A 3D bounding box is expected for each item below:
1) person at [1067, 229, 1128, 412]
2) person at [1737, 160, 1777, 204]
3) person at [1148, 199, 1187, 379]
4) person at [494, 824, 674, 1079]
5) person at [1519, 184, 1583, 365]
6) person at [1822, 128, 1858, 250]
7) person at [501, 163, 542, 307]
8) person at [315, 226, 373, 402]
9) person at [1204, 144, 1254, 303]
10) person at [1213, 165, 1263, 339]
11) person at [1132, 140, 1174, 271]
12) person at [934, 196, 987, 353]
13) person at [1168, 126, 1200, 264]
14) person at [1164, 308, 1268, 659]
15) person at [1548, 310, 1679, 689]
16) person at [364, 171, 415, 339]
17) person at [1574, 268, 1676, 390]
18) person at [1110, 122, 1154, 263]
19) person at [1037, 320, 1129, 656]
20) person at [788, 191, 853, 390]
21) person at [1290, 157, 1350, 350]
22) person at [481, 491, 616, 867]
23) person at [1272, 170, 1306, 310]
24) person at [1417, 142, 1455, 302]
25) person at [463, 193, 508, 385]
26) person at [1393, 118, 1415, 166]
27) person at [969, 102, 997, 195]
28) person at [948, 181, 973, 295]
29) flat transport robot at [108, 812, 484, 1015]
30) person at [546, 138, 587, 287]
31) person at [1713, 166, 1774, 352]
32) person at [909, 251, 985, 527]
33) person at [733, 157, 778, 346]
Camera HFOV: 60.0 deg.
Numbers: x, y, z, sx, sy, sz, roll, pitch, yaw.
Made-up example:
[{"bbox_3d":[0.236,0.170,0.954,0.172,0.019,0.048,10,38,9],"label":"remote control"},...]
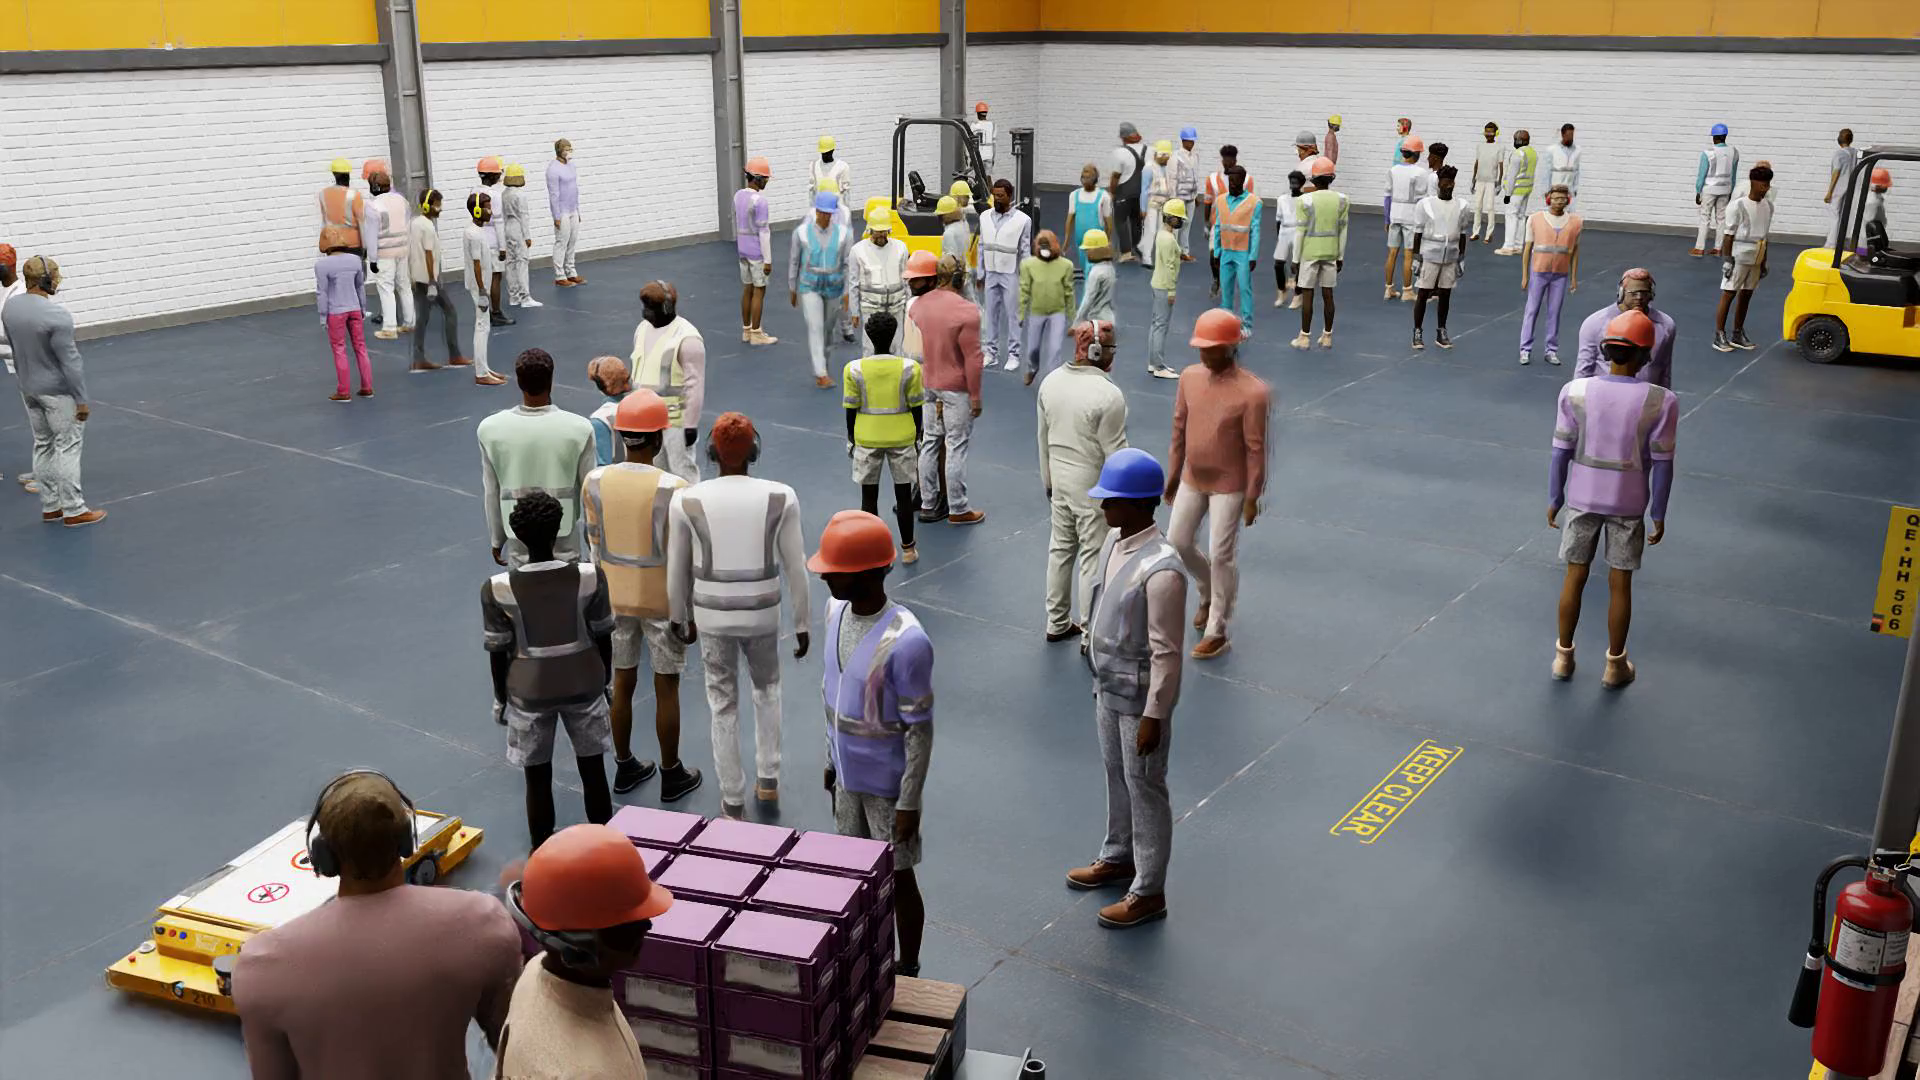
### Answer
[{"bbox_3d":[1.267,-1.864,14.613,0.501,1.719,0.494,6,19,18],"label":"person"},{"bbox_3d":[10.690,-4.307,22.442,0.497,1.601,0.747,10,20,29],"label":"person"},{"bbox_3d":[2.063,-2.493,16.513,0.337,1.759,0.524,0,18,-1],"label":"person"},{"bbox_3d":[-0.879,1.532,3.604,0.913,1.963,0.612,-3,18,-10],"label":"person"},{"bbox_3d":[6.054,-2.723,17.086,0.563,1.847,0.390,1,18,4],"label":"person"},{"bbox_3d":[13.155,-5.213,24.885,0.505,1.842,0.345,-9,20,-26],"label":"person"},{"bbox_3d":[-5.425,-3.749,20.462,0.306,1.745,0.483,-16,24,-41],"label":"person"},{"bbox_3d":[-5.763,-2.112,15.533,0.274,1.627,0.503,12,21,33],"label":"person"},{"bbox_3d":[3.355,-3.934,20.712,0.653,1.951,0.402,3,18,9],"label":"person"},{"bbox_3d":[3.082,-3.201,18.490,0.586,1.910,0.396,16,24,40],"label":"person"},{"bbox_3d":[2.700,-4.689,23.307,0.549,1.803,0.657,12,21,32],"label":"person"},{"bbox_3d":[-0.039,-2.790,17.570,0.926,1.677,0.531,7,19,20],"label":"person"},{"bbox_3d":[3.218,-4.939,23.854,0.614,1.945,0.404,-16,24,-41],"label":"person"},{"bbox_3d":[1.452,-0.332,9.397,0.505,1.980,0.644,-16,24,-40],"label":"person"},{"bbox_3d":[3.477,-0.213,8.921,0.613,2.039,0.393,10,20,29],"label":"person"},{"bbox_3d":[-6.366,-3.170,18.512,0.429,1.837,0.628,8,20,24],"label":"person"},{"bbox_3d":[4.466,-0.880,11.227,0.652,1.906,0.402,1,18,2],"label":"person"},{"bbox_3d":[2.483,-5.037,24.013,0.738,2.000,0.635,-9,20,-27],"label":"person"},{"bbox_3d":[0.728,-0.299,9.413,0.401,1.904,0.650,-13,22,-36],"label":"person"},{"bbox_3d":[-1.351,-2.447,16.166,0.611,1.900,0.941,-4,18,-11],"label":"person"},{"bbox_3d":[3.831,-3.059,17.813,0.607,2.048,0.368,-4,18,-12],"label":"person"},{"bbox_3d":[-1.668,0.630,6.849,0.530,1.692,0.321,-6,19,-19],"label":"person"},{"bbox_3d":[4.045,-3.624,20.163,0.538,1.682,0.432,10,20,29],"label":"person"},{"bbox_3d":[5.918,-3.973,20.803,0.361,1.965,0.613,15,23,38],"label":"person"},{"bbox_3d":[-4.640,-2.432,16.162,0.324,1.861,0.510,-6,19,-18],"label":"person"},{"bbox_3d":[7.238,-5.945,27.164,0.380,1.845,0.570,4,18,13],"label":"person"},{"bbox_3d":[0.401,-6.973,30.258,0.539,1.930,0.383,-12,21,-32],"label":"person"},{"bbox_3d":[-0.001,-3.087,18.393,0.296,1.743,0.493,-2,18,-6],"label":"person"},{"bbox_3d":[-2.628,1.406,6.719,0.652,0.197,1.431,6,19,19],"label":"flat transport robot"},{"bbox_3d":[-5.203,-4.304,21.908,0.367,1.932,0.623,4,18,14],"label":"person"},{"bbox_3d":[8.404,-3.006,17.783,0.603,1.964,0.368,-7,19,-21],"label":"person"},{"bbox_3d":[-0.090,-1.060,11.737,0.631,1.938,0.362,16,23,40],"label":"person"},{"bbox_3d":[-2.194,-3.112,18.022,0.405,2.029,0.607,-12,21,-34],"label":"person"}]
